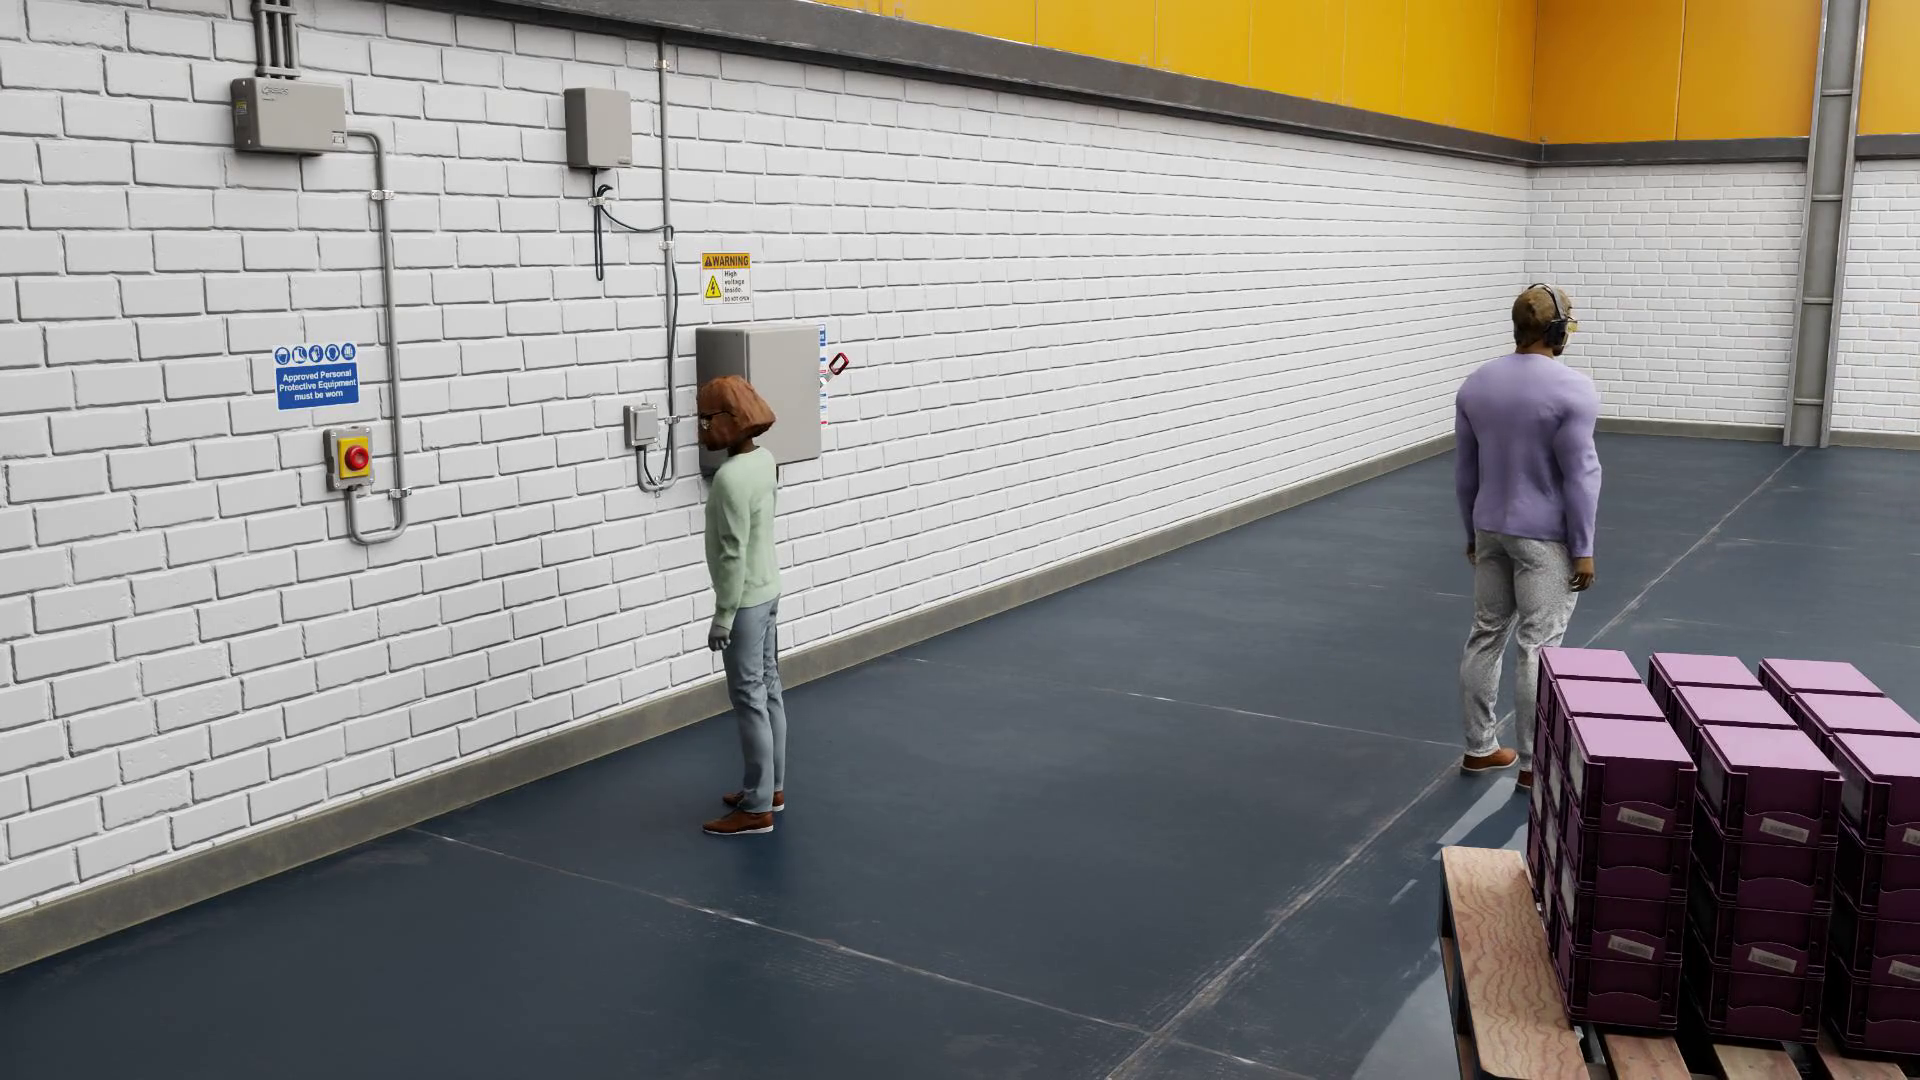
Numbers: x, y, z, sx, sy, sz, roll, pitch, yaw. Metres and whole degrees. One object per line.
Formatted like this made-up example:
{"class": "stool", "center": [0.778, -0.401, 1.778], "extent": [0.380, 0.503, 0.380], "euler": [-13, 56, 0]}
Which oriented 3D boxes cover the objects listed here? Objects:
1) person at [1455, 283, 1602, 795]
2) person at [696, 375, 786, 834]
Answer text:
{"class": "person", "center": [2.164, -0.003, 6.365], "extent": [0.370, 1.940, 0.627], "euler": [-6, 12, -31]}
{"class": "person", "center": [-0.779, 0.231, 5.918], "extent": [0.281, 1.633, 0.499], "euler": [1, 10, 8]}
